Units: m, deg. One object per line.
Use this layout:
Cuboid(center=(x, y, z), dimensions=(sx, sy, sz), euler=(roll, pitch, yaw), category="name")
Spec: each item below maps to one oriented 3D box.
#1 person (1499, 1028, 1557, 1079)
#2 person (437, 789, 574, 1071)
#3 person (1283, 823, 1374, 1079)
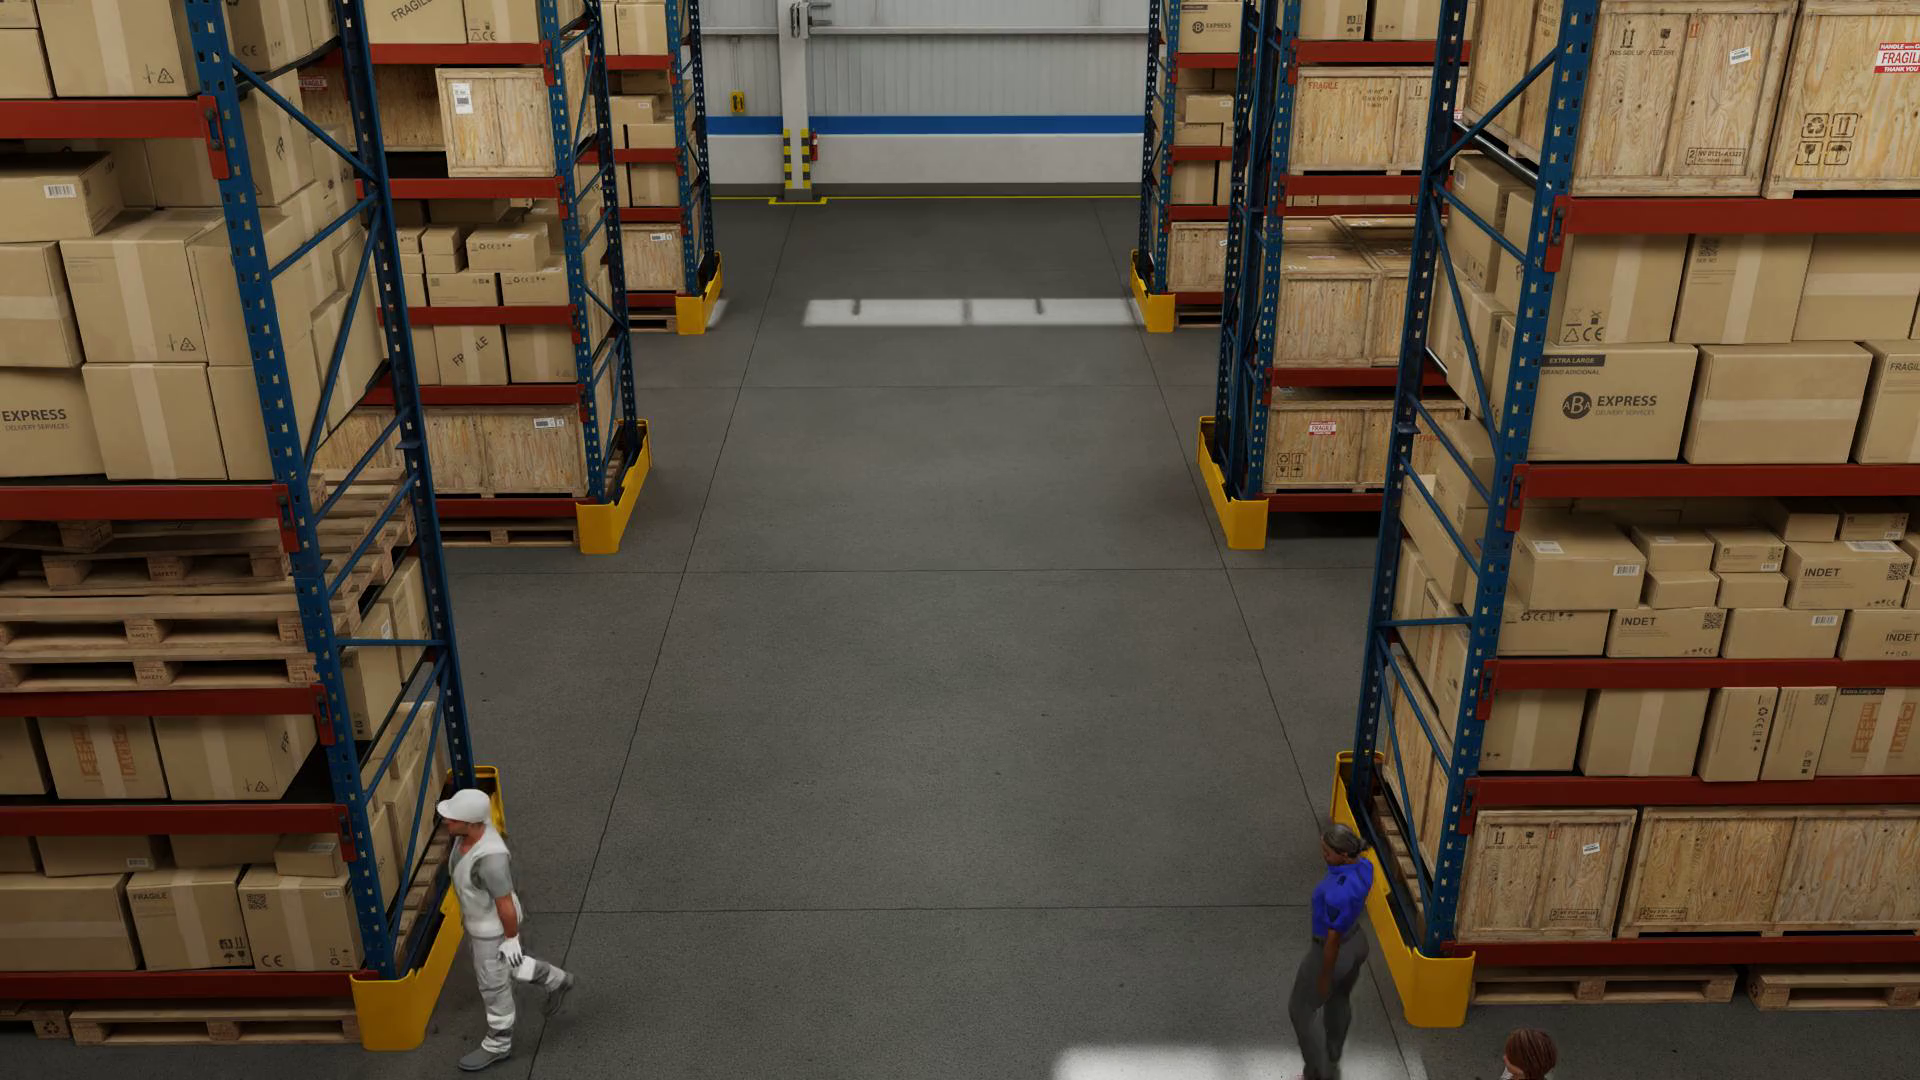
Cuboid(center=(2.575, 2.945, 7.752), dimensions=(0.453, 1.600, 0.426), euler=(3, 25, 5), category="person")
Cuboid(center=(-2.566, 2.113, 9.319), dimensions=(0.732, 1.786, 0.556), euler=(-11, 27, -23), category="person")
Cuboid(center=(2.033, 2.262, 9.151), dimensions=(0.376, 1.670, 0.550), euler=(20, 32, 36), category="person")
